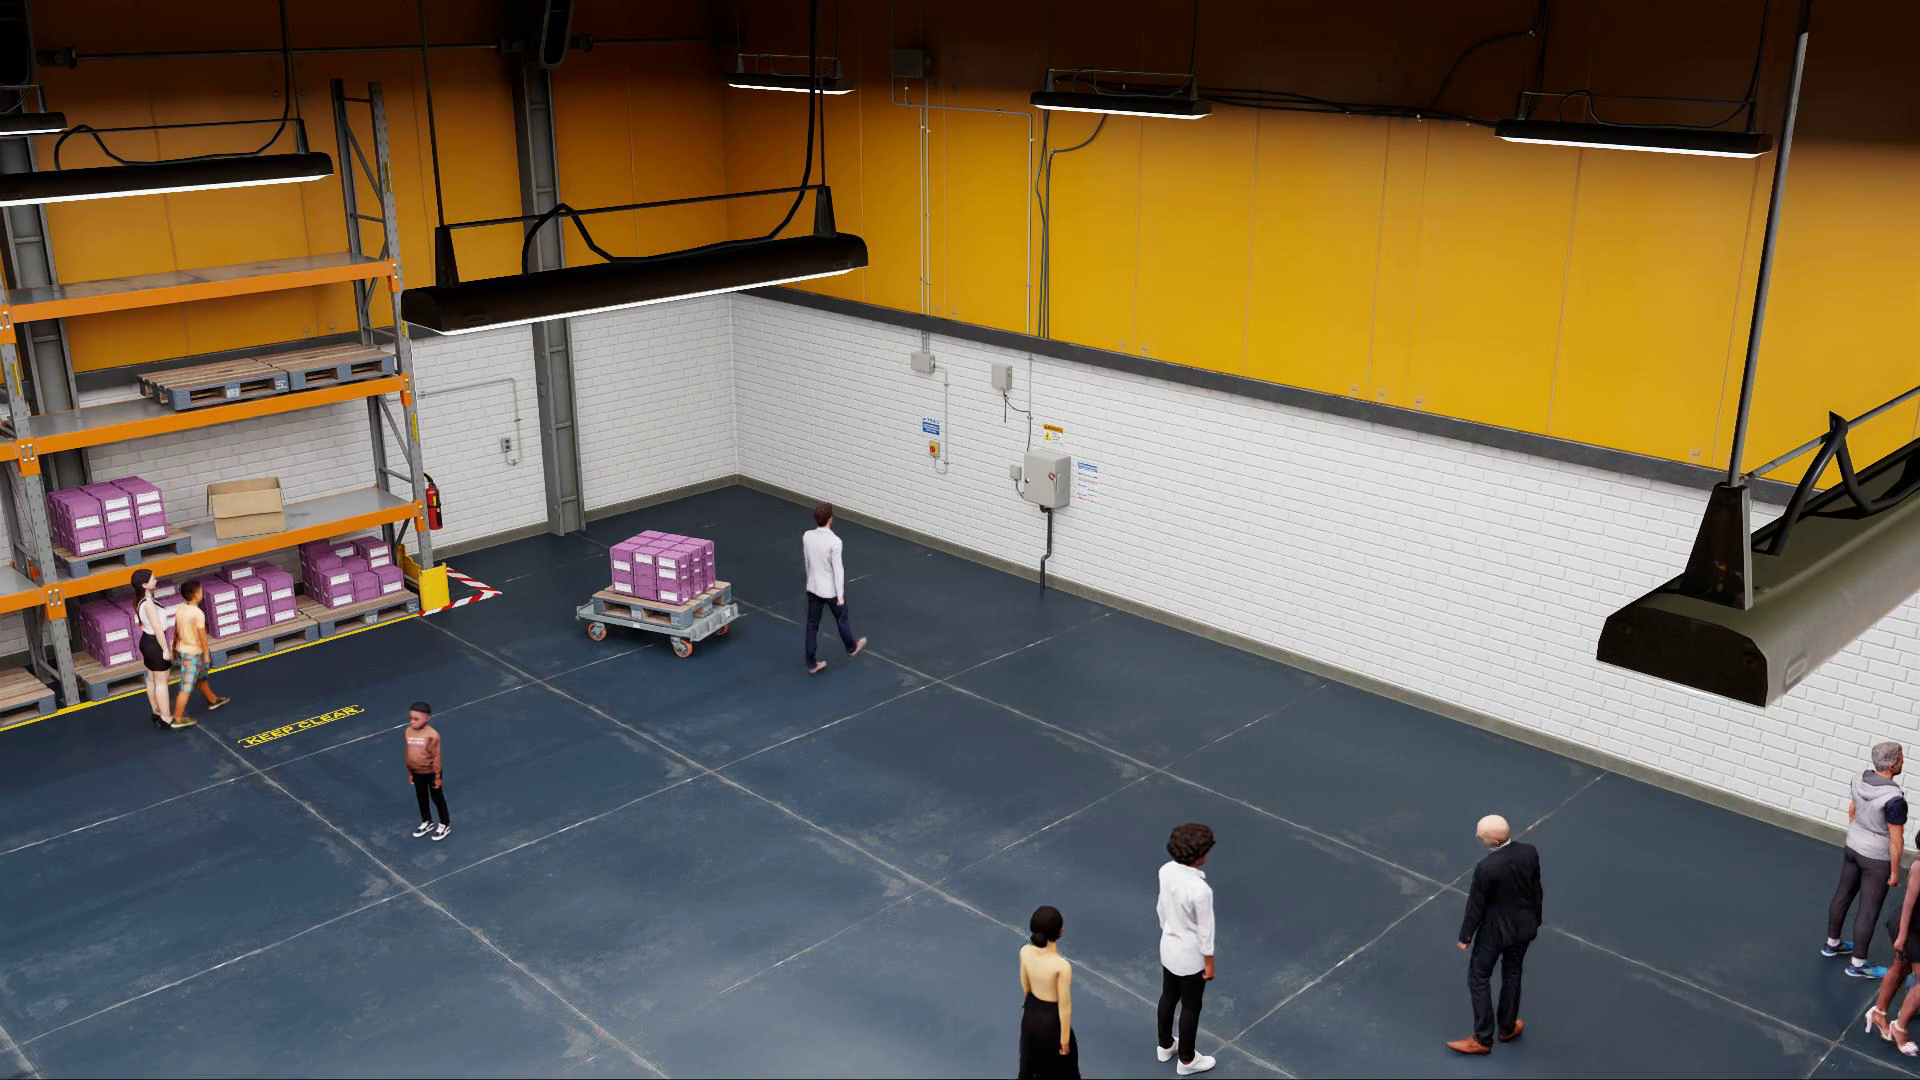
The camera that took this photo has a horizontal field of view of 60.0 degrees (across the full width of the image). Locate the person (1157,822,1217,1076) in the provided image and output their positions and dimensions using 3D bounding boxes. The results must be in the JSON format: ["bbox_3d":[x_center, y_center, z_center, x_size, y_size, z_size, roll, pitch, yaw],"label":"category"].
[{"bbox_3d":[1.506,2.716,11.131,0.612,1.809,0.675,-12,22,-32],"label":"person"}]

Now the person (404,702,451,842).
[{"bbox_3d":[-4.568,1.960,14.248,0.578,1.252,0.586,6,20,18],"label":"person"}]

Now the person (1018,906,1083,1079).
[{"bbox_3d":[0.472,3.083,10.328,0.649,1.625,0.967,15,24,38],"label":"person"}]

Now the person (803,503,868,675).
[{"bbox_3d":[-1.488,0.546,17.559,0.876,1.819,1.156,11,21,29],"label":"person"}]

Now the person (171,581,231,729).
[{"bbox_3d":[-7.643,1.149,16.403,0.702,1.414,1.008,11,21,29],"label":"person"}]

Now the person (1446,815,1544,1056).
[{"bbox_3d":[3.756,2.661,11.361,0.742,1.767,0.971,-1,19,-4],"label":"person"}]

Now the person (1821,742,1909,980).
[{"bbox_3d":[6.697,2.324,12.263,0.792,1.830,0.773,-3,19,-8],"label":"person"}]

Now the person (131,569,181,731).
[{"bbox_3d":[-7.890,1.063,16.291,0.546,1.649,0.499,17,25,41],"label":"person"}]

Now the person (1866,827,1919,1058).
[{"bbox_3d":[6.437,2.654,11.382,0.561,1.767,0.602,-17,25,-42],"label":"person"}]
